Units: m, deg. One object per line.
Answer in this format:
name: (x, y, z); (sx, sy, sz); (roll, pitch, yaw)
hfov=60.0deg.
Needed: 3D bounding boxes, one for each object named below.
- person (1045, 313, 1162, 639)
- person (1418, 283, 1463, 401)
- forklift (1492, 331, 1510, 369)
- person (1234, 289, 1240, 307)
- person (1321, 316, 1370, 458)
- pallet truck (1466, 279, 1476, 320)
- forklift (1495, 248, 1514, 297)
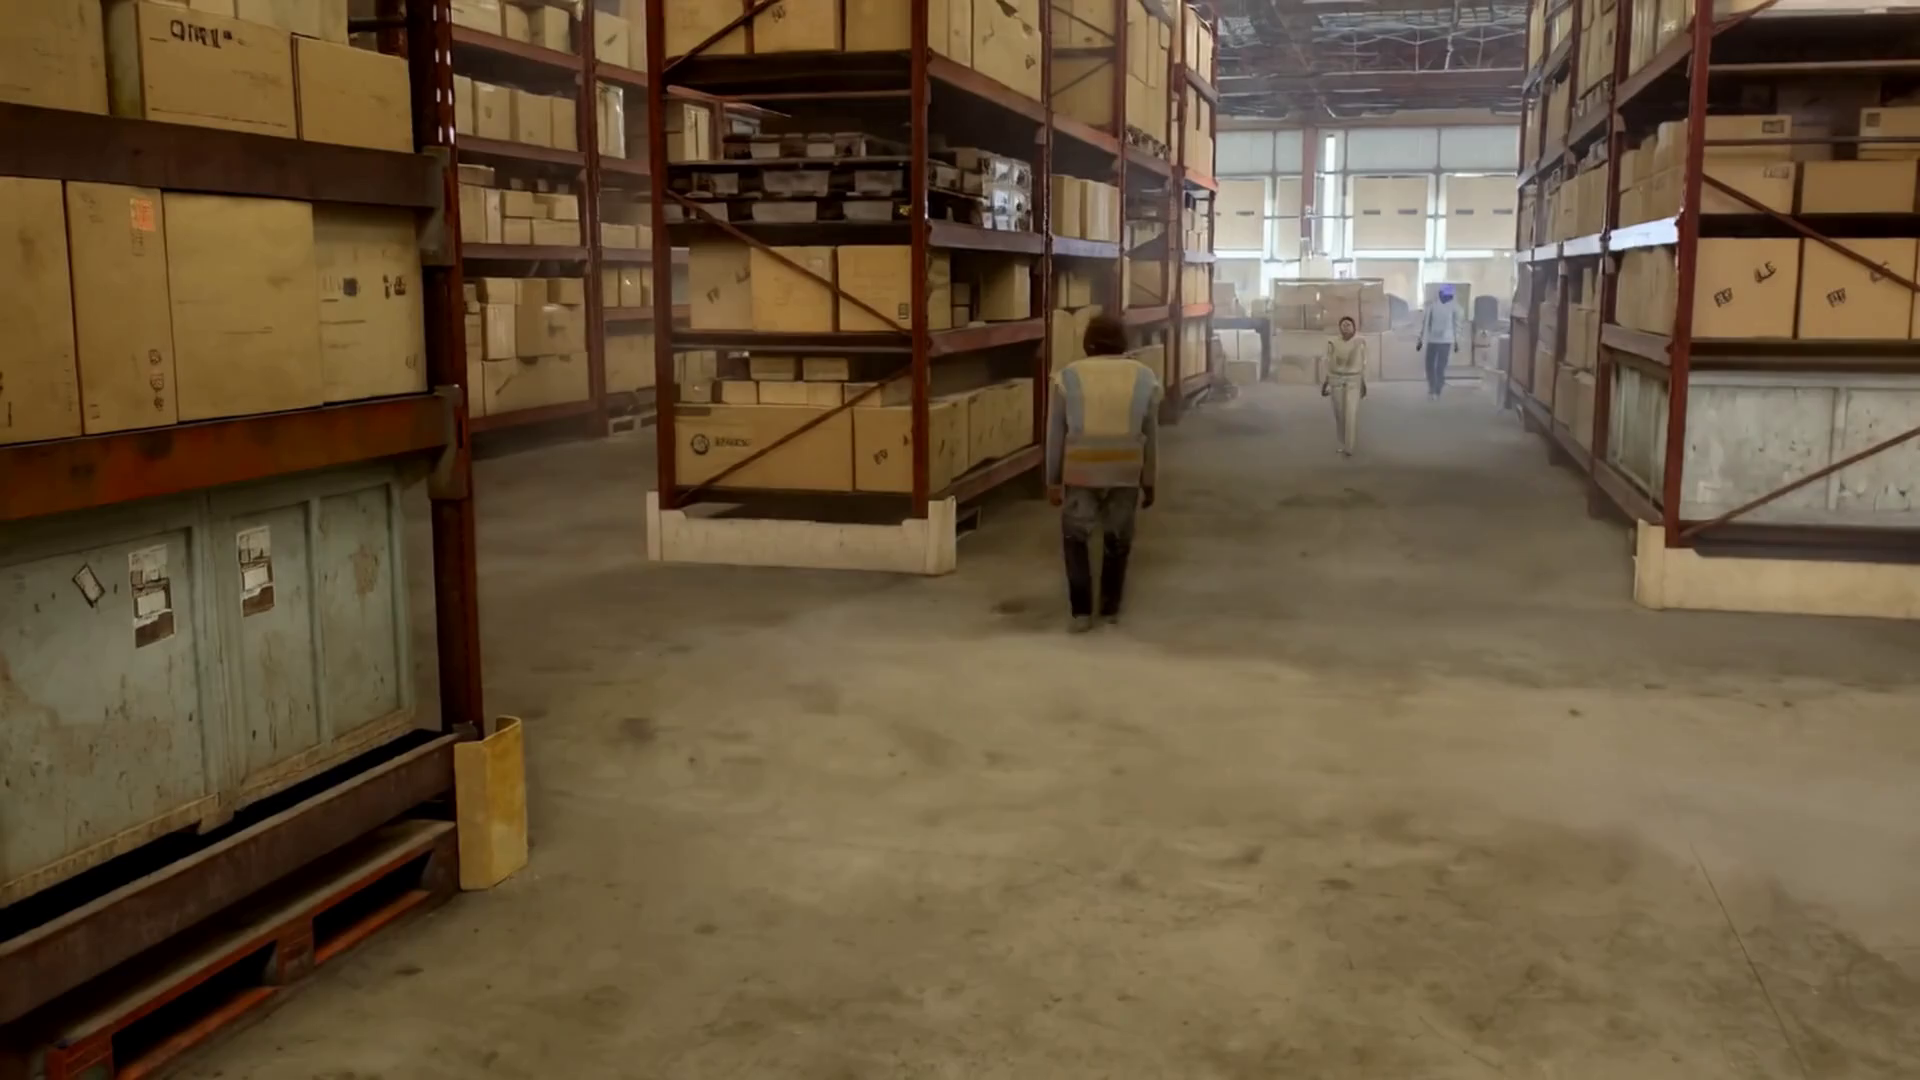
person: (0.790, -0.338, 9.255); (0.636, 1.830, 0.452); (0, 9, -1)
person: (7.958, -3.283, 27.568); (0.691, 1.949, 0.636); (4, 10, 23)
forklift: (10.276, -3.913, 28.631); (1.873, 2.768, 1.129); (-2, 9, -10)
person: (9.488, -7.783, 57.147); (0.307, 1.641, 0.514); (4, 10, 23)
person: (4.345, -1.723, 18.797); (0.522, 1.592, 0.877); (3, 9, 18)
pallet truck: (18.896, -8.459, 60.307); (1.885, 1.965, 0.823); (5, 10, 31)
forklift: (14.713, -6.386, 44.345); (1.873, 2.768, 1.129); (-6, 11, -34)
